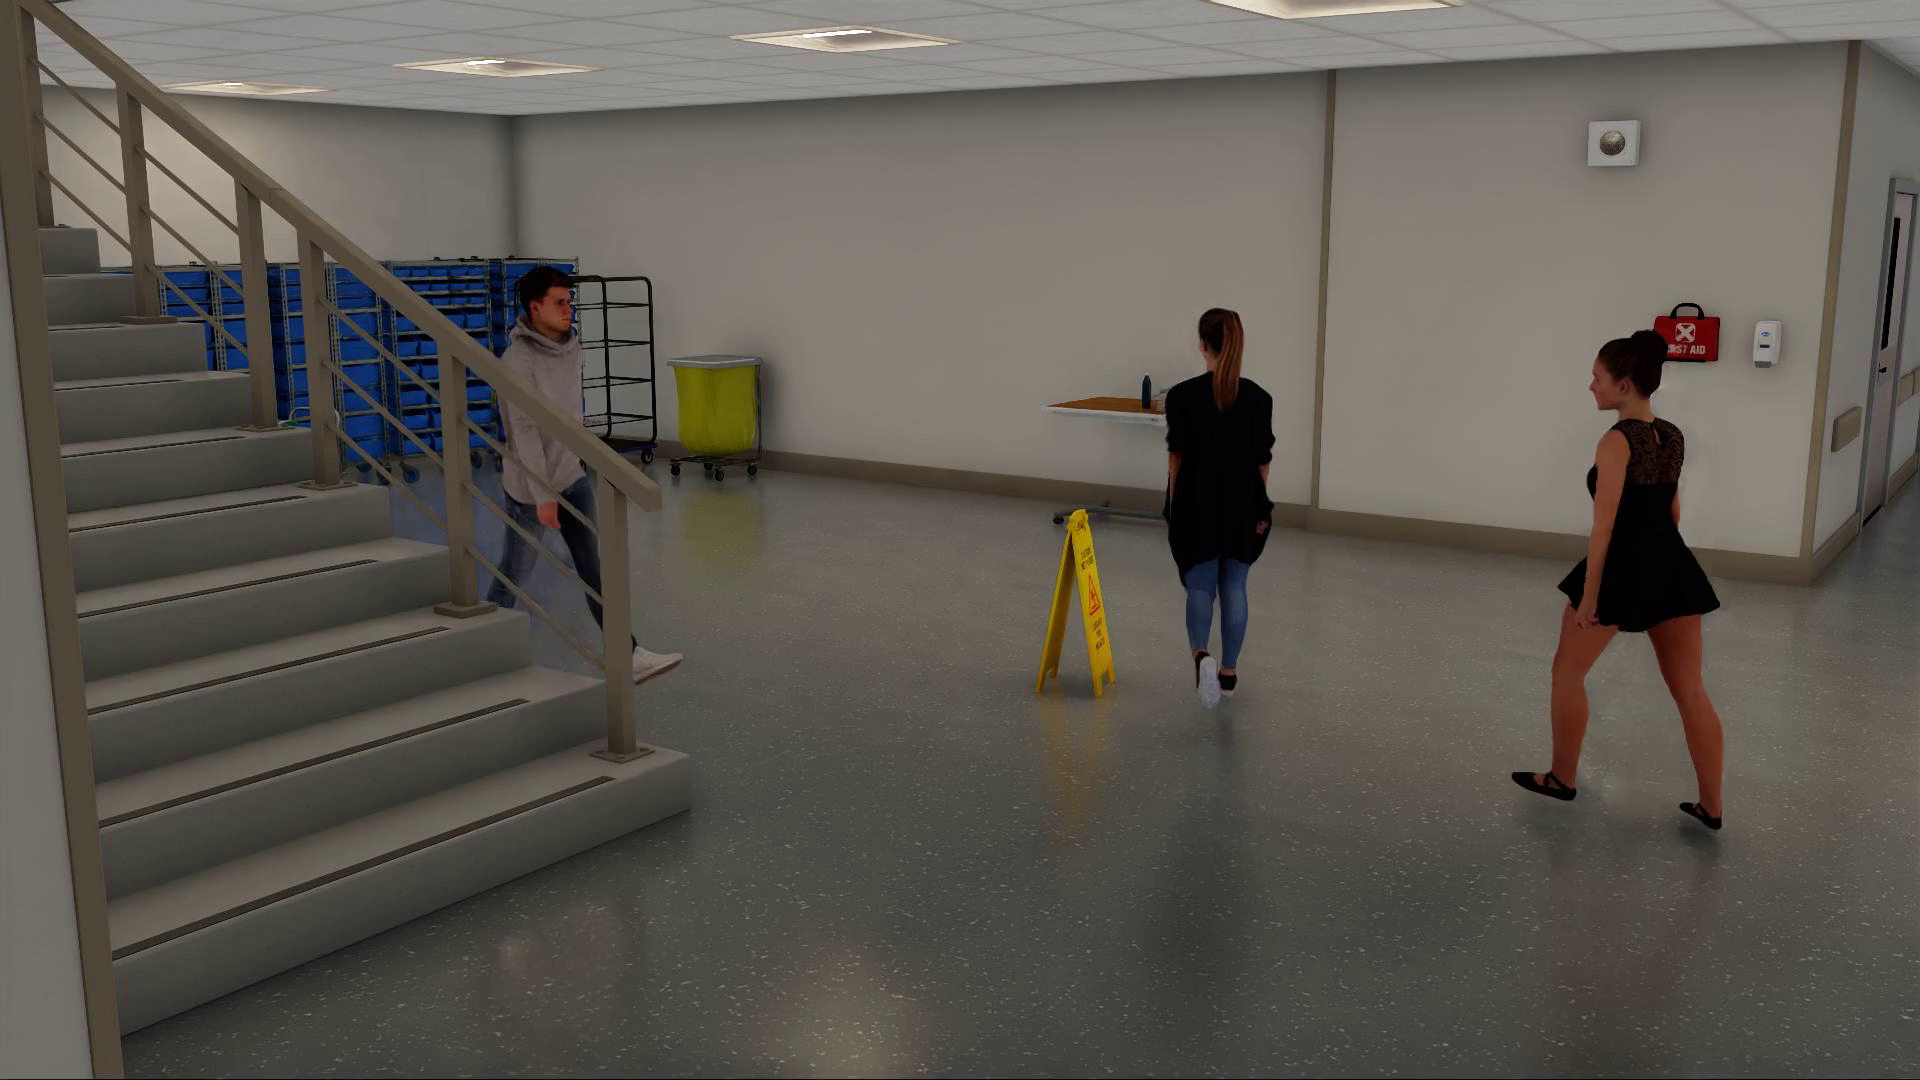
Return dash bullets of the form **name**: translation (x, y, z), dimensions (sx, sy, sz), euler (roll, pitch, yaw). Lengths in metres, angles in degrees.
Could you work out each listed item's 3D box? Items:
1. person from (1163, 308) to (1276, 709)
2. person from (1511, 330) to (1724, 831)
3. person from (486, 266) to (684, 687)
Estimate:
- **person**: translation (1.058, -0.095, 6.845), dimensions (1.048, 1.661, 0.975), euler (2, 11, 9)
- **person**: translation (2.290, 0.165, 5.516), dimensions (0.861, 1.646, 1.011), euler (-5, 12, -24)
- **person**: translation (-1.851, -0.213, 7.093), dimensions (1.273, 1.800, 0.872), euler (4, 12, 22)
